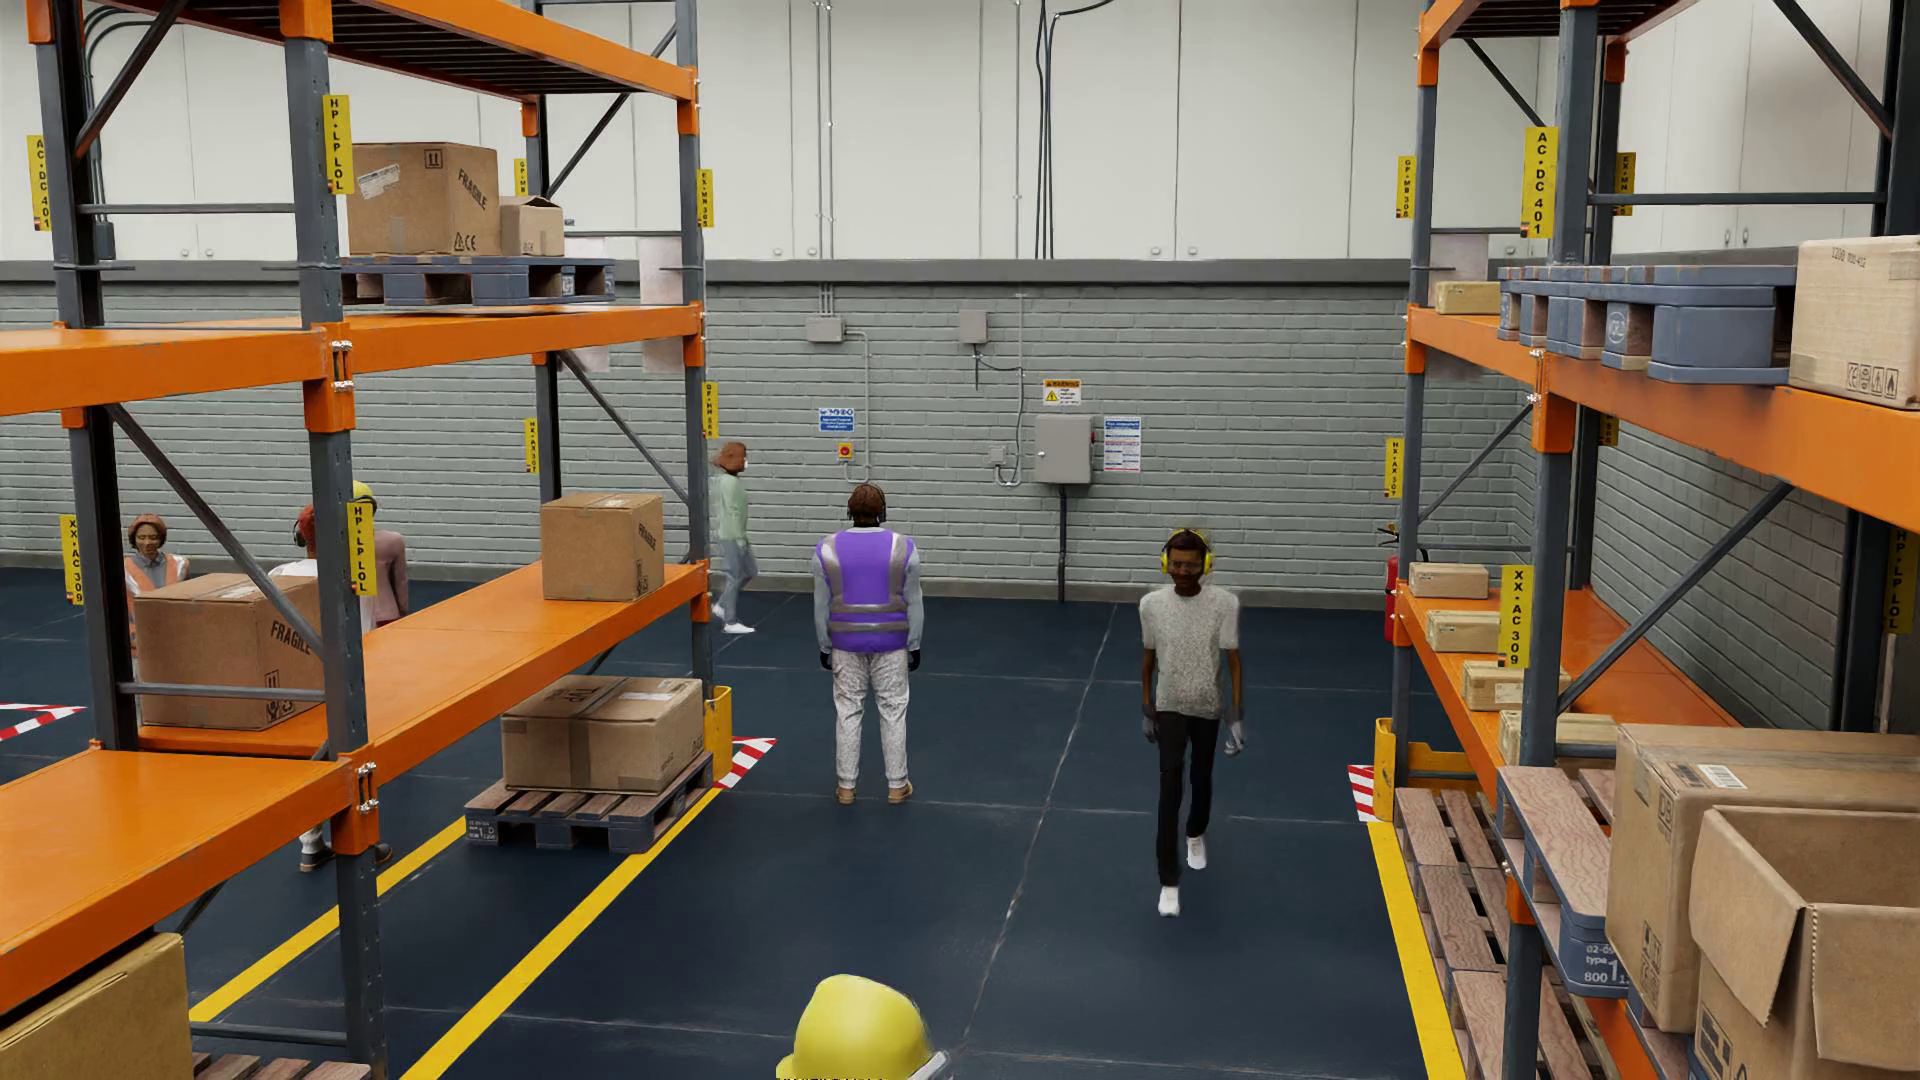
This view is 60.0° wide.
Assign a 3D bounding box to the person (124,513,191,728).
[{"bbox_3d":[-4.700,0.654,9.705,0.311,1.636,0.523,7,11,36],"label":"person"}]

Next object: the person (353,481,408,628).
[{"bbox_3d":[-3.638,0.513,10.200,0.523,1.761,0.326,-8,12,-42],"label":"person"}]

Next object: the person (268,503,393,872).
[{"bbox_3d":[-3.172,0.746,8.372,0.584,1.883,0.345,2,9,9],"label":"person"}]

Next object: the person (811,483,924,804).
[{"bbox_3d":[-0.516,0.592,9.460,0.627,1.844,0.429,0,9,1],"label":"person"}]

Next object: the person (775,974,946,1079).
[{"bbox_3d":[-0.141,1.655,2.960,0.403,1.829,0.618,2,9,11],"label":"person"}]

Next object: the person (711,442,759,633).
[{"bbox_3d":[-1.848,-0.013,13.872,0.343,1.622,0.505,0,9,-1],"label":"person"}]

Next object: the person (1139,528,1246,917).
[{"bbox_3d":[1.130,0.821,8.143,0.518,1.822,0.950,1,9,7],"label":"person"}]
